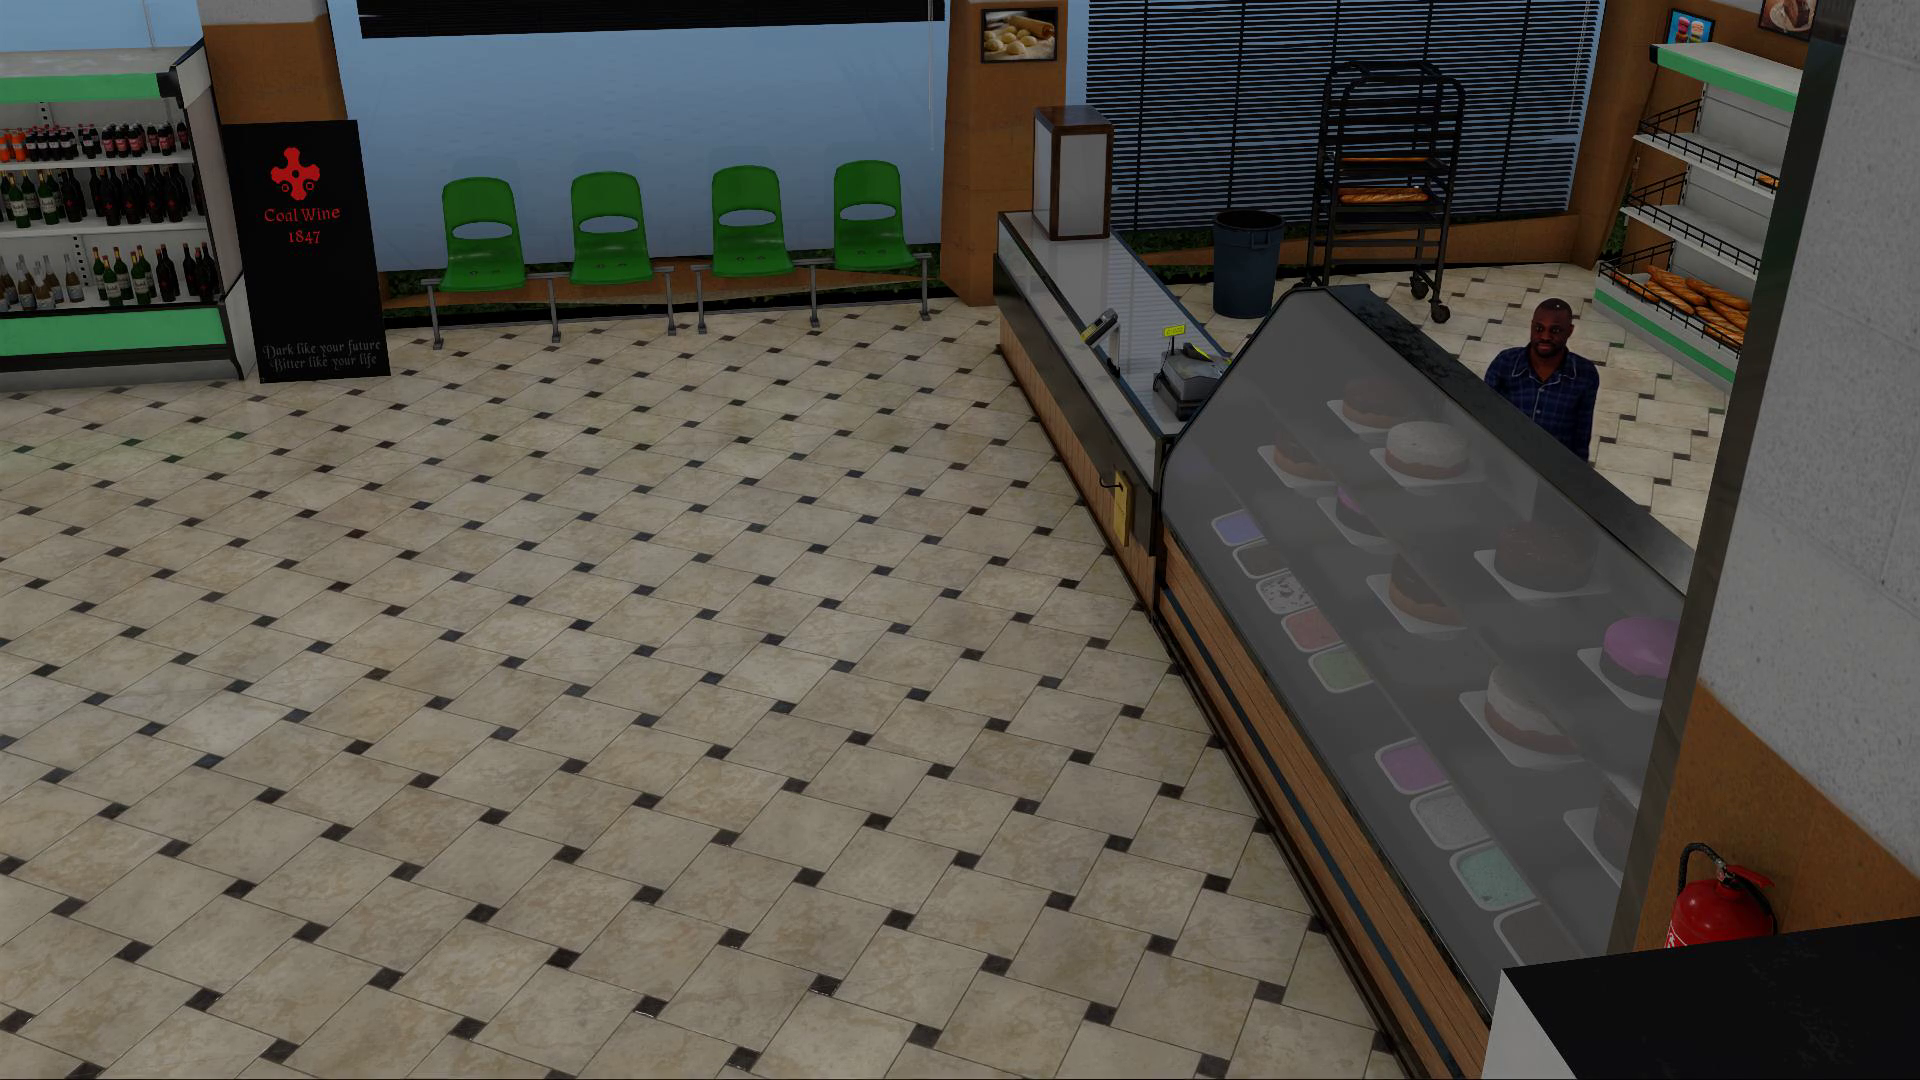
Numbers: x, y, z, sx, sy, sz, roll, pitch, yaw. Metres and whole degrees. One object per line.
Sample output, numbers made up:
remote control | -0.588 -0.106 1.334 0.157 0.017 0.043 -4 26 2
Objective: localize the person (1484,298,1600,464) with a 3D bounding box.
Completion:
person | 2.576 -0.230 7.582 0.730 1.824 0.842 9 28 17
